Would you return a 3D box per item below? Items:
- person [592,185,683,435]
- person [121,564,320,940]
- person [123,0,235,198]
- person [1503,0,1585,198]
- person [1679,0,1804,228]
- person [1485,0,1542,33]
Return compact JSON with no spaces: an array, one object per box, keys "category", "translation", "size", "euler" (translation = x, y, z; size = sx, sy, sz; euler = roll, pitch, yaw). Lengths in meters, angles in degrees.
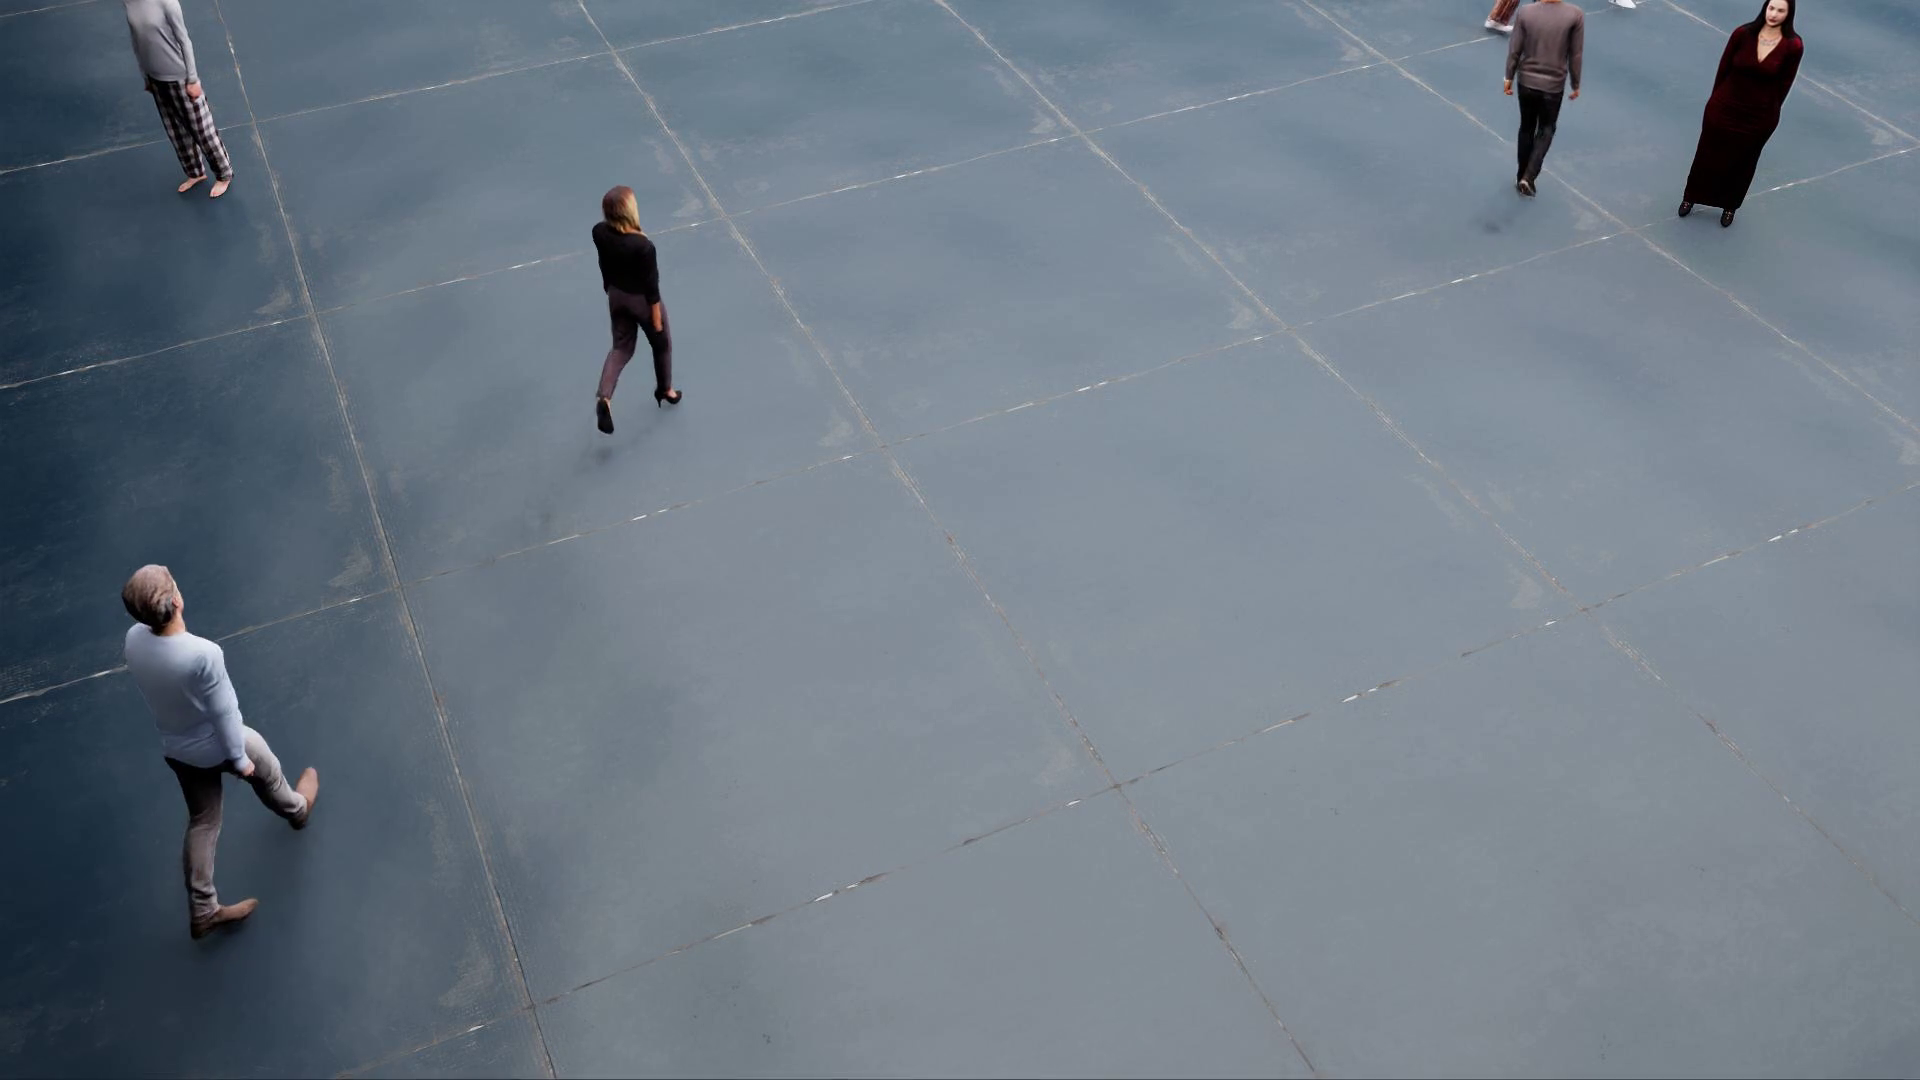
[{"category":"person","translation":[-2.012,-1.340,10.006],"size":[1.006,1.648,1.004],"euler":[20,46,21]},{"category":"person","translation":[-3.331,0.989,7.304],"size":[1.180,1.832,1.290],"euler":[16,45,17]},{"category":"person","translation":[-5.746,-3.401,12.127],"size":[0.698,1.848,0.743],"euler":[11,43,12]},{"category":"person","translation":[4.184,-3.264,12.056],"size":[0.927,1.741,0.987],"euler":[7,43,8]},{"category":"person","translation":[5.575,-3.073,11.833],"size":[0.731,1.758,0.820],"euler":[20,46,21]},{"category":"person","translation":[4.824,-5.026,14.156],"size":[1.101,1.525,0.889],"euler":[27,49,27]}]
